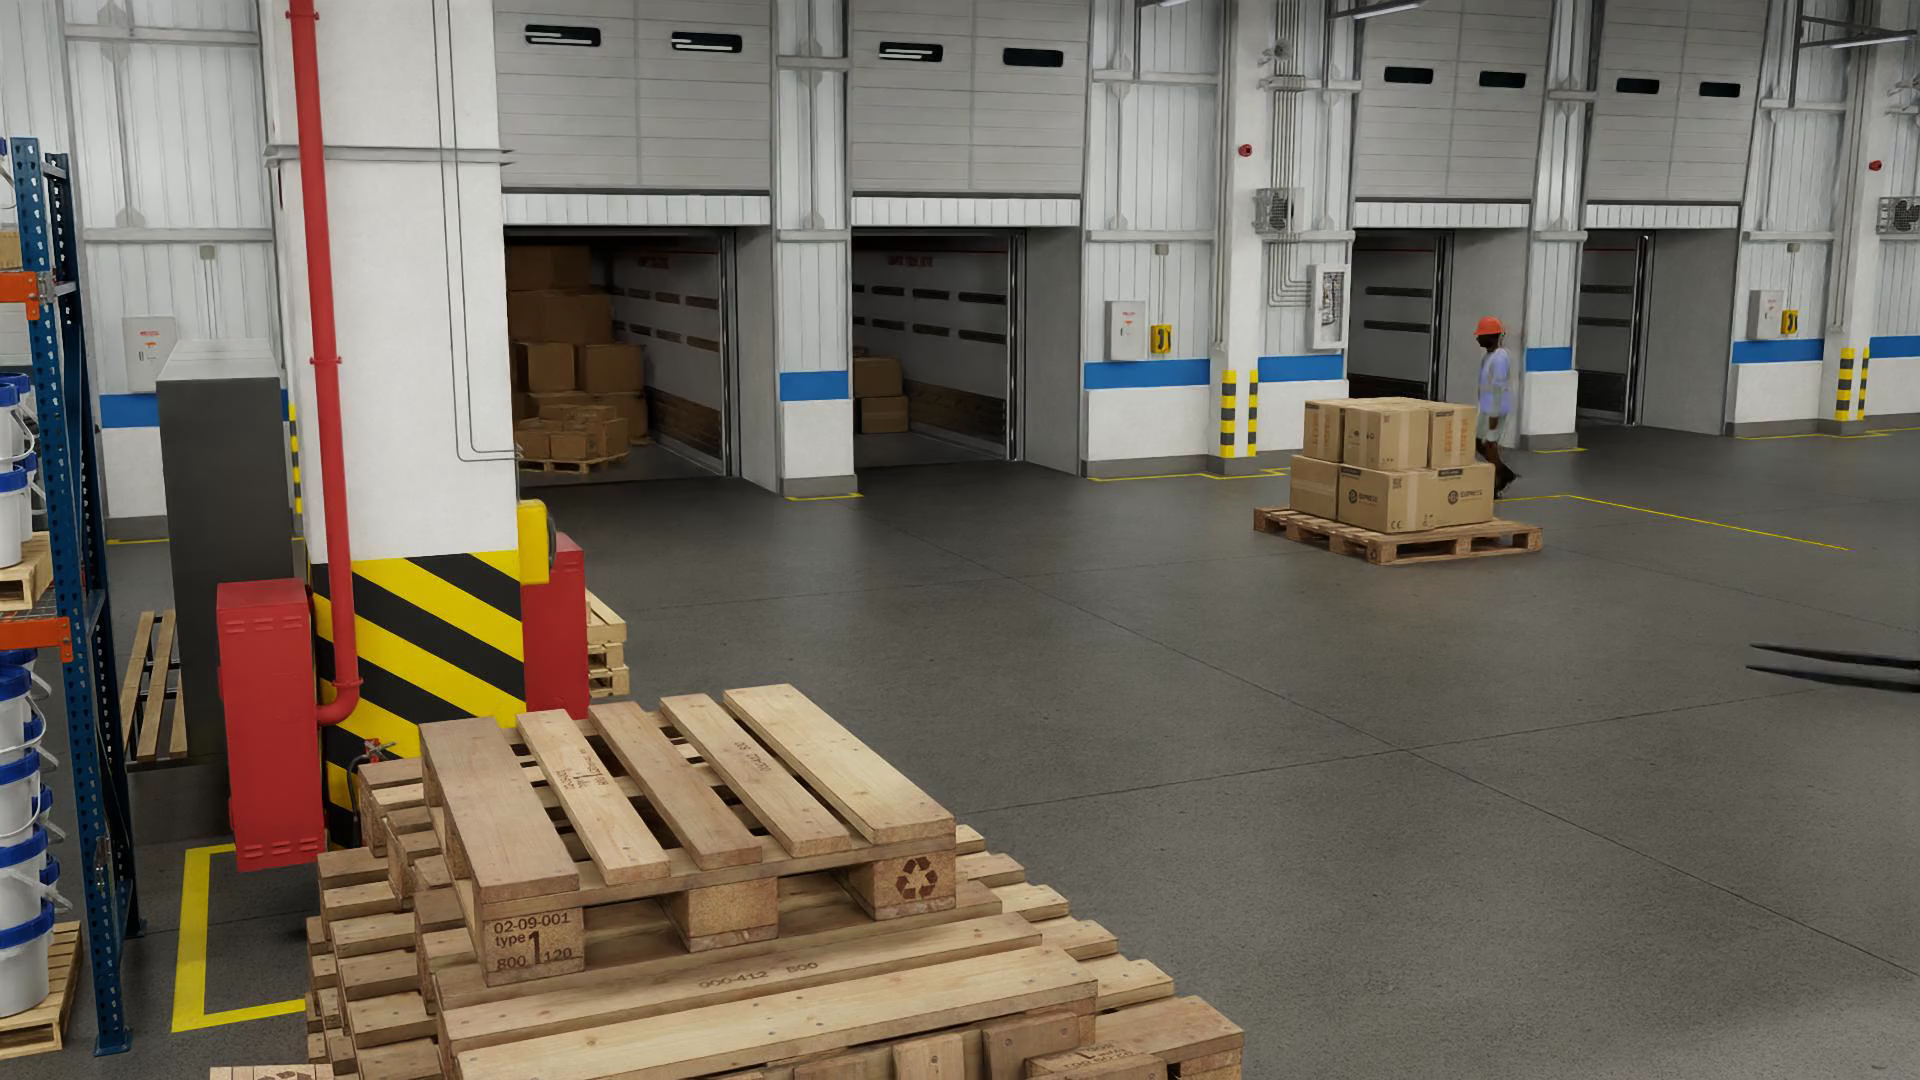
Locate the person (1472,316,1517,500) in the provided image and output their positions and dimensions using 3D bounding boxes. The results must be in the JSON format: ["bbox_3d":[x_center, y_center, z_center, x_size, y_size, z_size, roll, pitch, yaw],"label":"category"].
[{"bbox_3d":[5.559,-1.364,17.362,0.495,1.924,0.557,0,10,-2],"label":"person"}]
